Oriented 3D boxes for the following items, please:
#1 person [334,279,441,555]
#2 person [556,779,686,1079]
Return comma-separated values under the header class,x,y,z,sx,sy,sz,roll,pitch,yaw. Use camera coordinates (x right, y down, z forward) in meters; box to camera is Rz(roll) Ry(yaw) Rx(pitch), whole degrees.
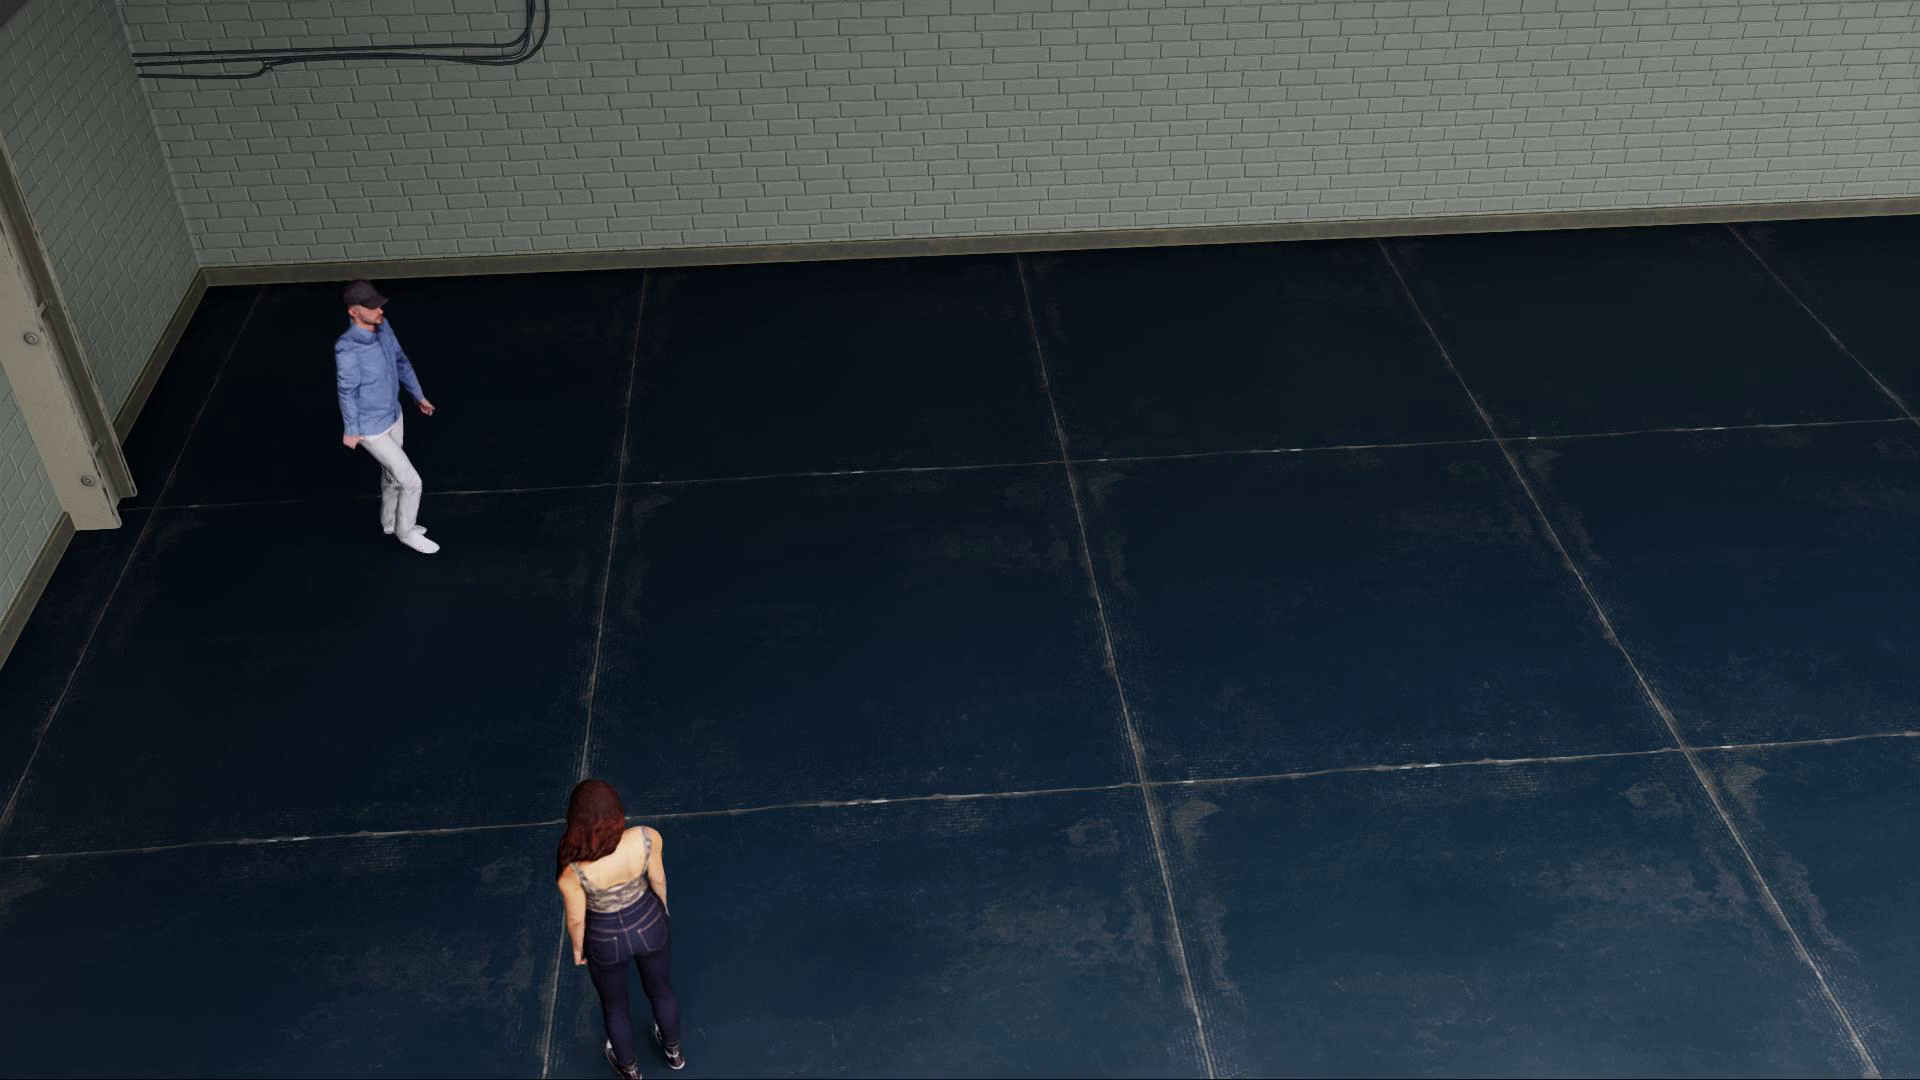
class,x,y,z,sx,sy,sz,roll,pitch,yaw
person,-3.591,-0.761,10.044,0.799,1.860,0.707,5,38,7
person,-1.389,1.670,7.010,0.679,1.770,0.673,-21,42,-24
